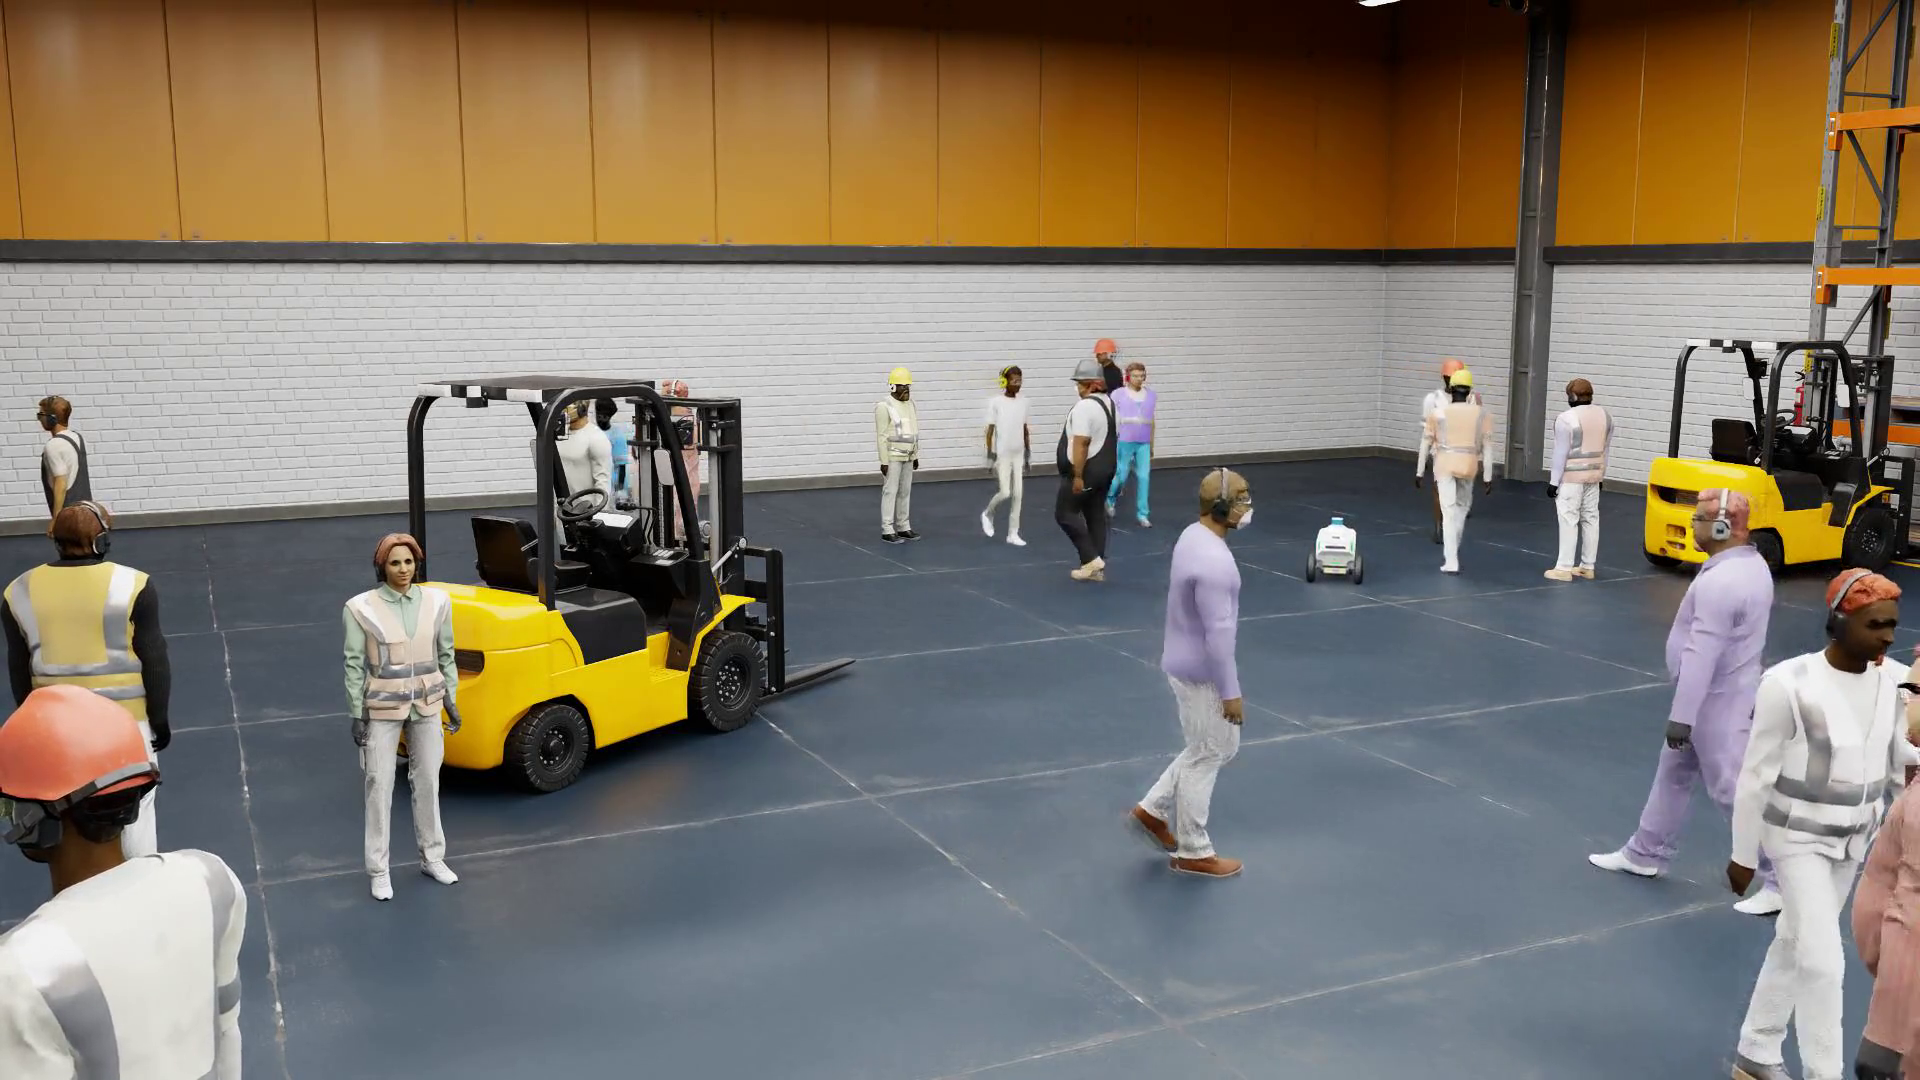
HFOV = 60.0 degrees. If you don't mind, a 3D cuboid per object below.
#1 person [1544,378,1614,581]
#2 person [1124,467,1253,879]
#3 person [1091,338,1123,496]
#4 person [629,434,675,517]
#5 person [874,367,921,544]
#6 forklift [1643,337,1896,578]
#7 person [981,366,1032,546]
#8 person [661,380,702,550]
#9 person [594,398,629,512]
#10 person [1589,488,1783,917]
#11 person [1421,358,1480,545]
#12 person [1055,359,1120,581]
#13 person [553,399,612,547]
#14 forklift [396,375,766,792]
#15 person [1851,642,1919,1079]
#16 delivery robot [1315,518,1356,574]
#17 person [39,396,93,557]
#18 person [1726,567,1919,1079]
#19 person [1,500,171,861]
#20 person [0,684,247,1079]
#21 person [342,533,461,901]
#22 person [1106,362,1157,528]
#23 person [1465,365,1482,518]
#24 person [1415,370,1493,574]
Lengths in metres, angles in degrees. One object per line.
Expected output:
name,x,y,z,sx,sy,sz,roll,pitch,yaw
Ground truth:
person,5.593,-0.544,15.100,0.621,1.838,0.429,-4,10,-23
person,1.092,0.620,7.611,0.481,1.920,0.642,1,9,5
person,1.748,-1.507,20.605,0.659,1.974,0.632,-3,10,-20
person,-2.411,-0.074,12.901,0.515,1.598,0.733,6,11,34
person,-0.629,-0.874,17.192,0.403,1.824,0.592,6,11,33
forklift,7.551,-0.789,15.507,2.313,2.155,1.214,-4,10,-25
person,0.483,-0.874,17.098,0.534,1.847,0.539,-6,11,-33
person,-2.361,-0.382,13.867,0.410,1.909,0.643,0,9,0
person,-3.257,-0.504,15.353,0.619,1.662,0.406,7,11,37
person,3.339,0.693,7.358,0.964,1.863,0.658,6,11,34
person,5.065,-0.902,17.083,0.548,1.914,0.673,-2,9,-14
person,1.136,-0.628,14.981,0.536,2.000,0.718,6,11,32
person,-2.871,-0.187,12.564,0.631,1.940,0.372,8,12,41
forklift,-2.268,0.149,9.685,1.214,2.155,2.313,6,11,32
person,2.572,1.189,4.220,0.809,1.873,0.648,8,12,41
delivery robot,3.424,0.042,15.129,0.477,0.478,0.707,2,10,14
person,-6.933,-0.198,12.922,0.344,1.845,0.506,-1,9,-5
person,2.851,1.018,5.322,0.598,1.850,0.834,-3,10,-20
person,-3.659,0.749,7.056,0.624,1.845,0.430,-1,9,-5
person,-1.603,1.277,3.154,0.394,2.044,0.609,3,9,15
person,-2.507,0.778,7.495,0.511,1.641,0.309,-8,12,-39
person,1.892,-1.074,18.449,0.573,1.822,0.795,-3,10,-18
person,5.648,-1.127,18.925,0.534,1.767,0.314,1,9,4
person,4.640,-0.656,15.653,0.634,1.868,0.978,1,9,4
